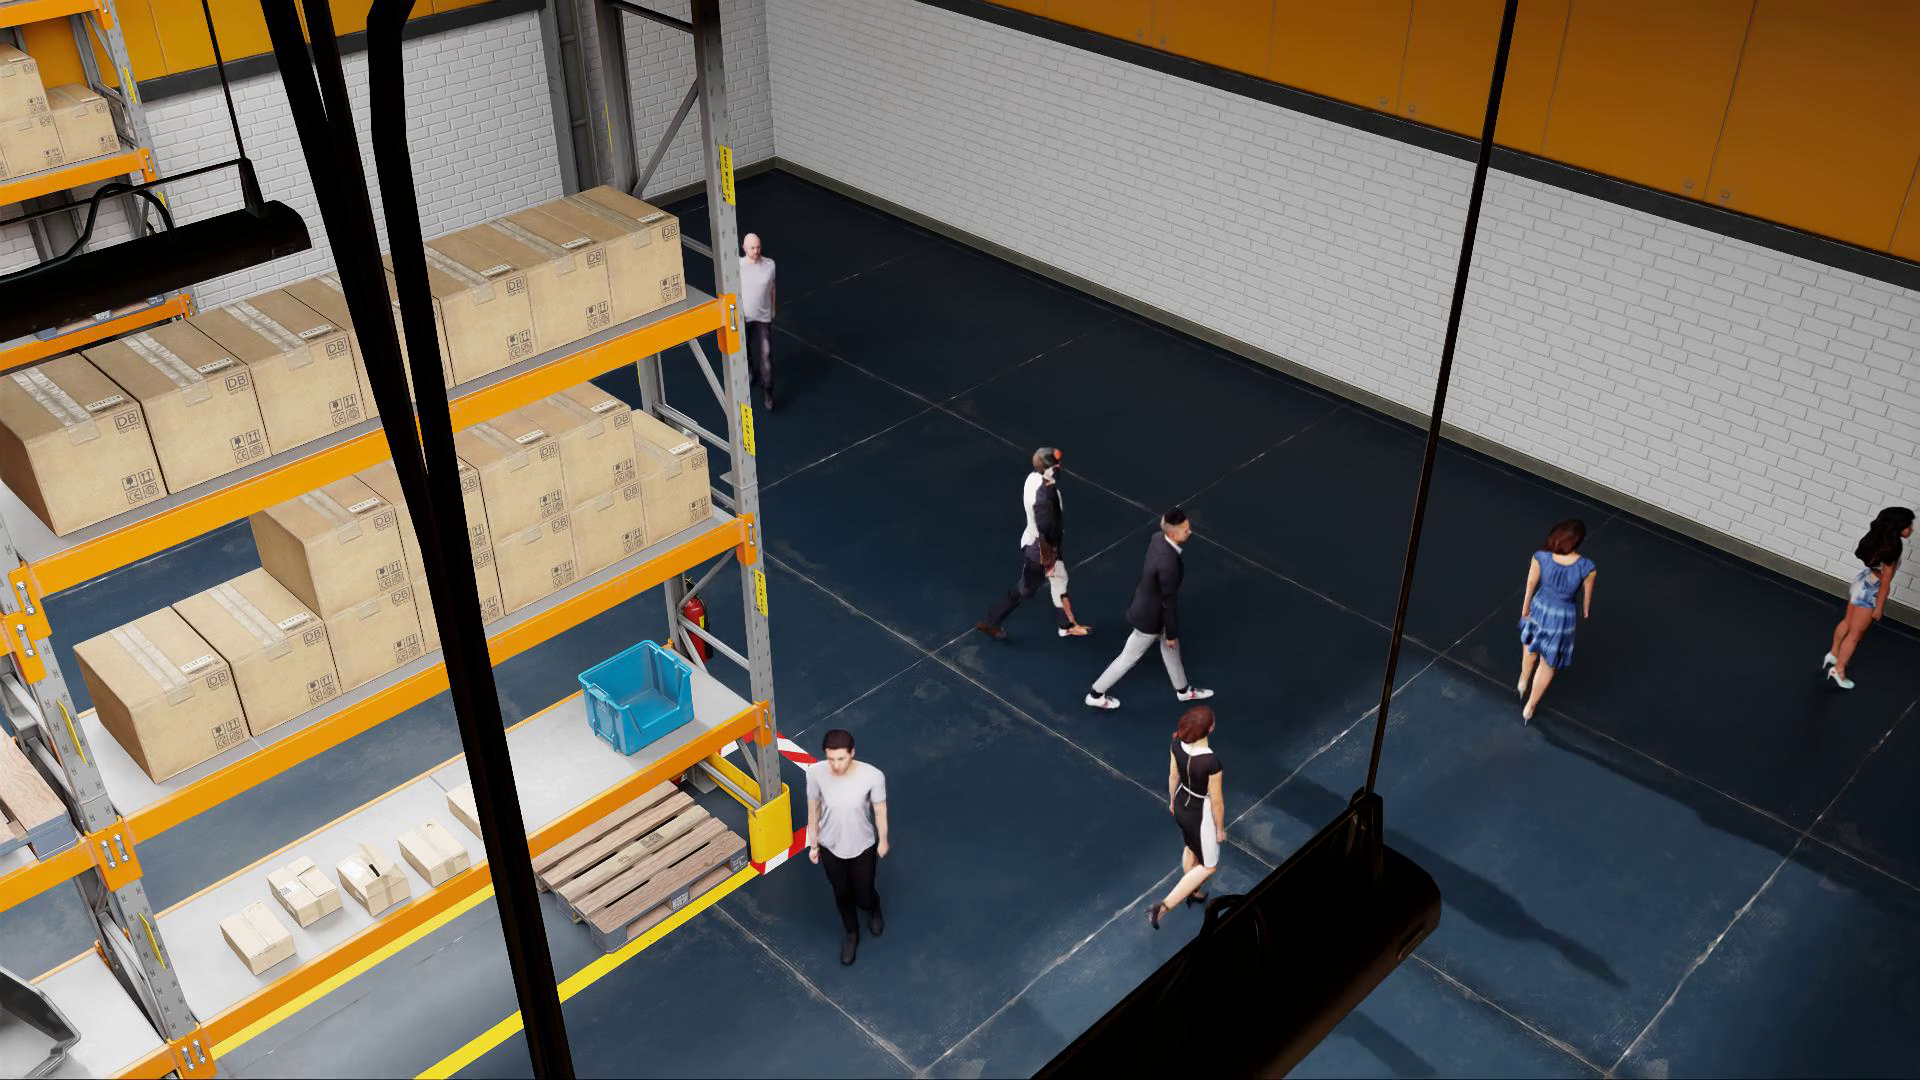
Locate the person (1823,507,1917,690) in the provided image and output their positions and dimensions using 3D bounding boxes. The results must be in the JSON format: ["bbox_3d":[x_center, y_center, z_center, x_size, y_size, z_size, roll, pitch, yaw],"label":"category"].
[{"bbox_3d":[7.149,0.433,13.089,0.726,1.623,0.638,9,35,13],"label":"person"}]

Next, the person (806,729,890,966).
[{"bbox_3d":[-0.702,1.894,10.688,0.833,1.848,0.890,5,34,8],"label":"person"}]

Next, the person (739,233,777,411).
[{"bbox_3d":[-2.146,-2.324,17.094,1.265,1.783,1.190,-6,34,-9],"label":"person"}]

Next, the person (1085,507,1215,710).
[{"bbox_3d":[1.366,0.544,12.672,1.318,1.900,1.282,-2,34,-2],"label":"person"}]

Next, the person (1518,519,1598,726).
[{"bbox_3d":[4.458,0.672,12.586,0.726,1.783,0.831,20,38,27],"label":"person"}]

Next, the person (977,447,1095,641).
[{"bbox_3d":[0.557,0.078,13.421,1.261,1.847,1.233,1,34,1],"label":"person"}]

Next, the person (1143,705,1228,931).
[{"bbox_3d":[1.501,1.851,10.810,0.937,1.784,0.701,-23,40,-30],"label":"person"}]
